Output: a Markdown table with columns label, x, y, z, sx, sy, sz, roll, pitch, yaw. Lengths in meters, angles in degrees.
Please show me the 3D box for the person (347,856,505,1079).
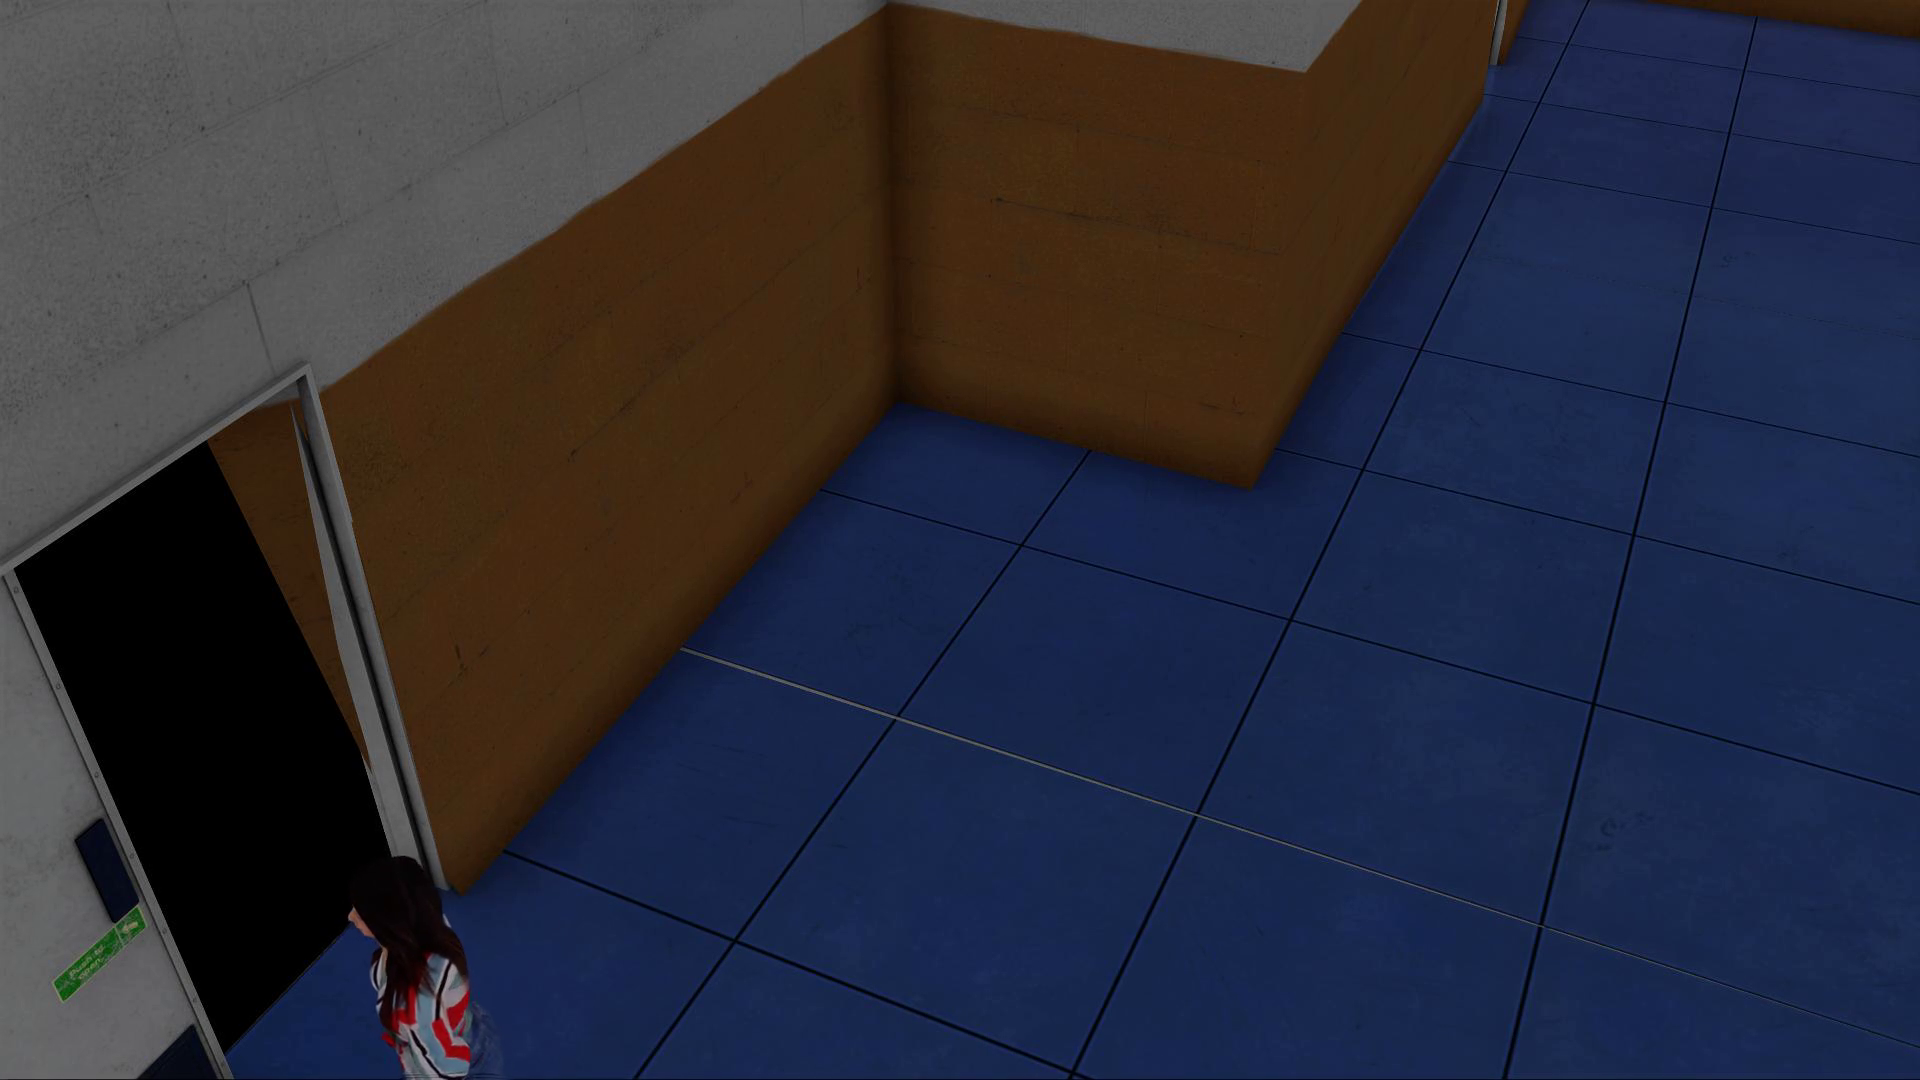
| label | x | y | z | sx | sy | sz | roll | pitch | yaw |
| --- | --- | --- | --- | --- | --- | --- | --- | --- | --- |
| person | -1.415 | 1.481 | 4.748 | 0.743 | 1.603 | 0.673 | -14 | 39 | -18 |
